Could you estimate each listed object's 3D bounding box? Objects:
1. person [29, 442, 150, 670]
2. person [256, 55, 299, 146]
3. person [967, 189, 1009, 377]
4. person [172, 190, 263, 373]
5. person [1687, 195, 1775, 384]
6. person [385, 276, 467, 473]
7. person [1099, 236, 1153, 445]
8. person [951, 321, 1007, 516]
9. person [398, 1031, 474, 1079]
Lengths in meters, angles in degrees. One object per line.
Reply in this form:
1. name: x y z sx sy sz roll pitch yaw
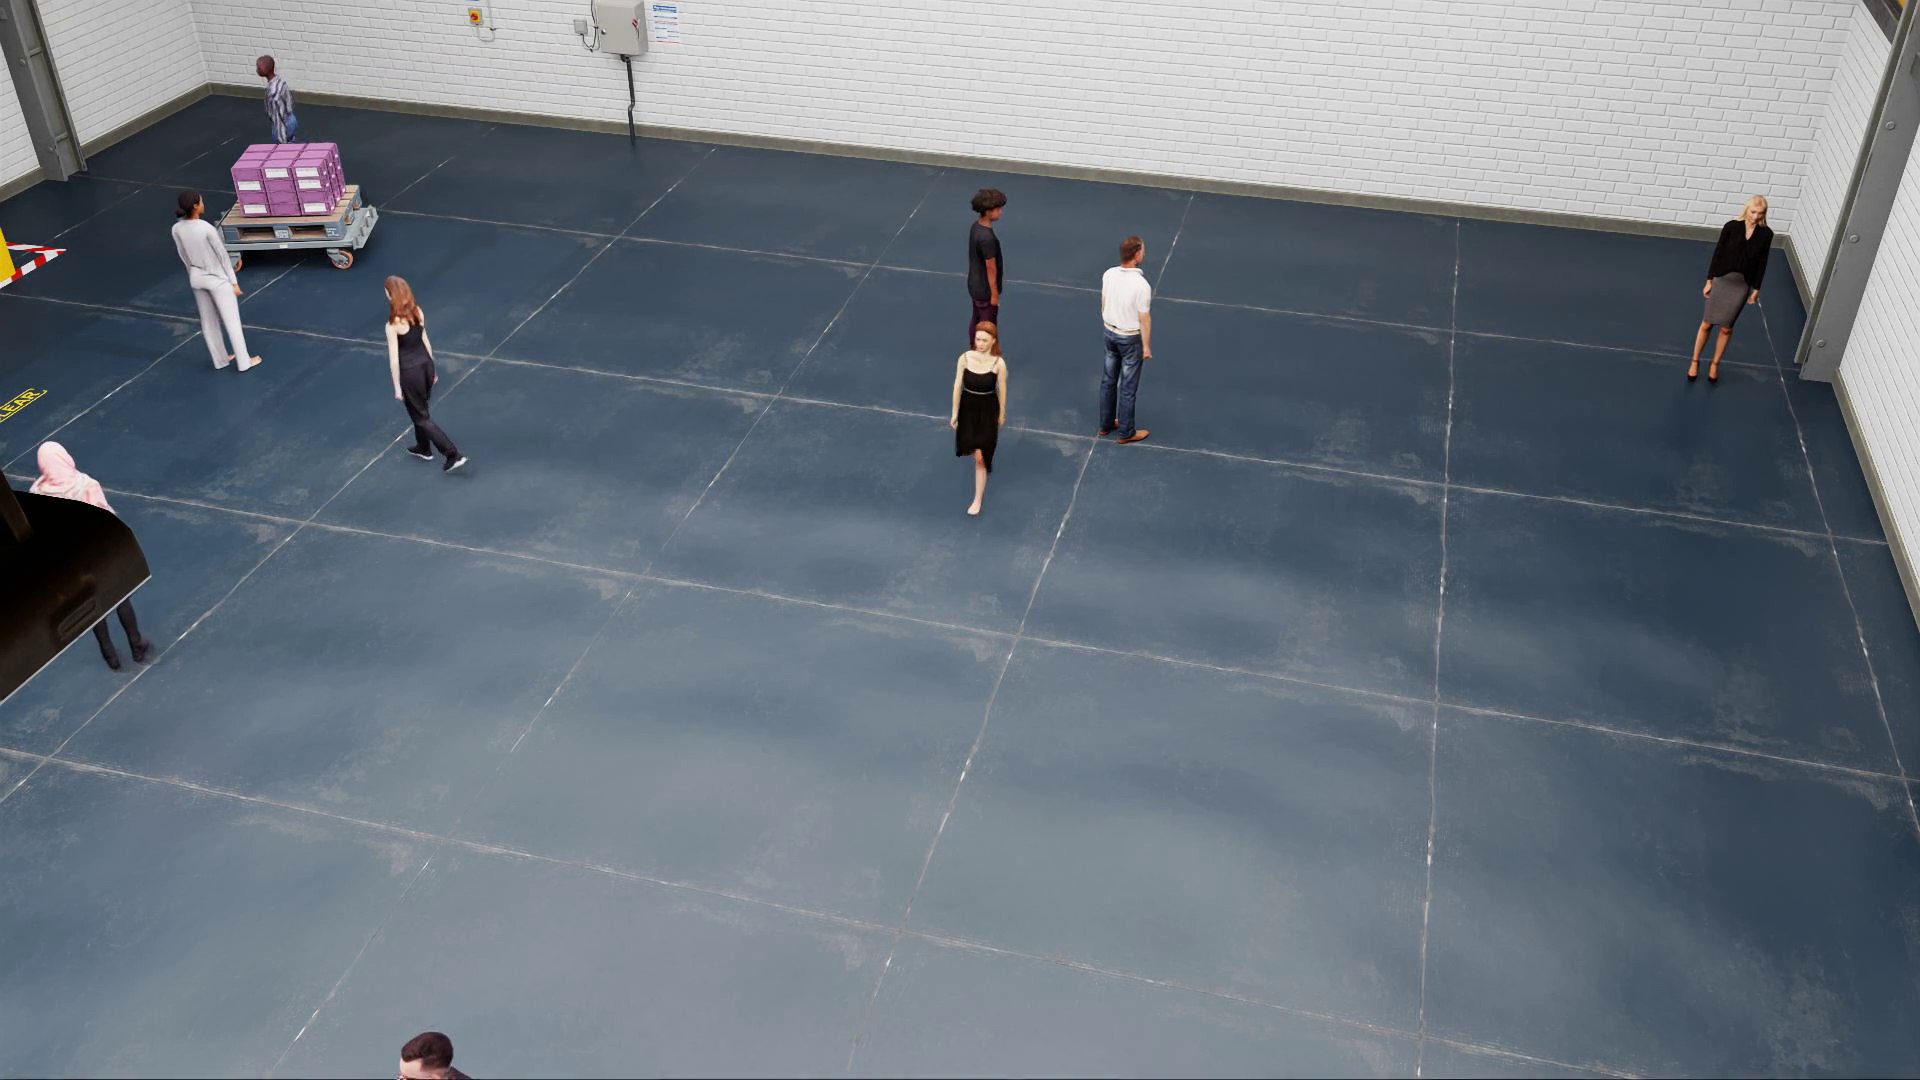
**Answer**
1. person: -6.010 0.112 11.517 0.742 1.803 0.782 -12 36 -18
2. person: -7.423 -4.541 18.549 0.934 1.768 0.947 -5 34 -7
3. person: 0.229 -2.373 15.276 0.781 1.780 0.680 -9 35 -14
4. person: -6.905 -2.384 15.330 0.638 1.740 0.537 7 34 10
5. person: 6.972 -2.270 15.068 0.632 1.839 0.572 12 36 18
6. person: -4.461 -1.346 13.780 0.772 1.725 0.930 14 36 20
7. person: 1.388 -1.712 14.218 0.767 1.851 0.753 -26 42 -34
8. person: 0.172 -1.057 13.457 0.568 1.602 0.975 8 34 12
9. person: -2.205 2.816 7.415 0.718 1.840 0.655 19 38 27
